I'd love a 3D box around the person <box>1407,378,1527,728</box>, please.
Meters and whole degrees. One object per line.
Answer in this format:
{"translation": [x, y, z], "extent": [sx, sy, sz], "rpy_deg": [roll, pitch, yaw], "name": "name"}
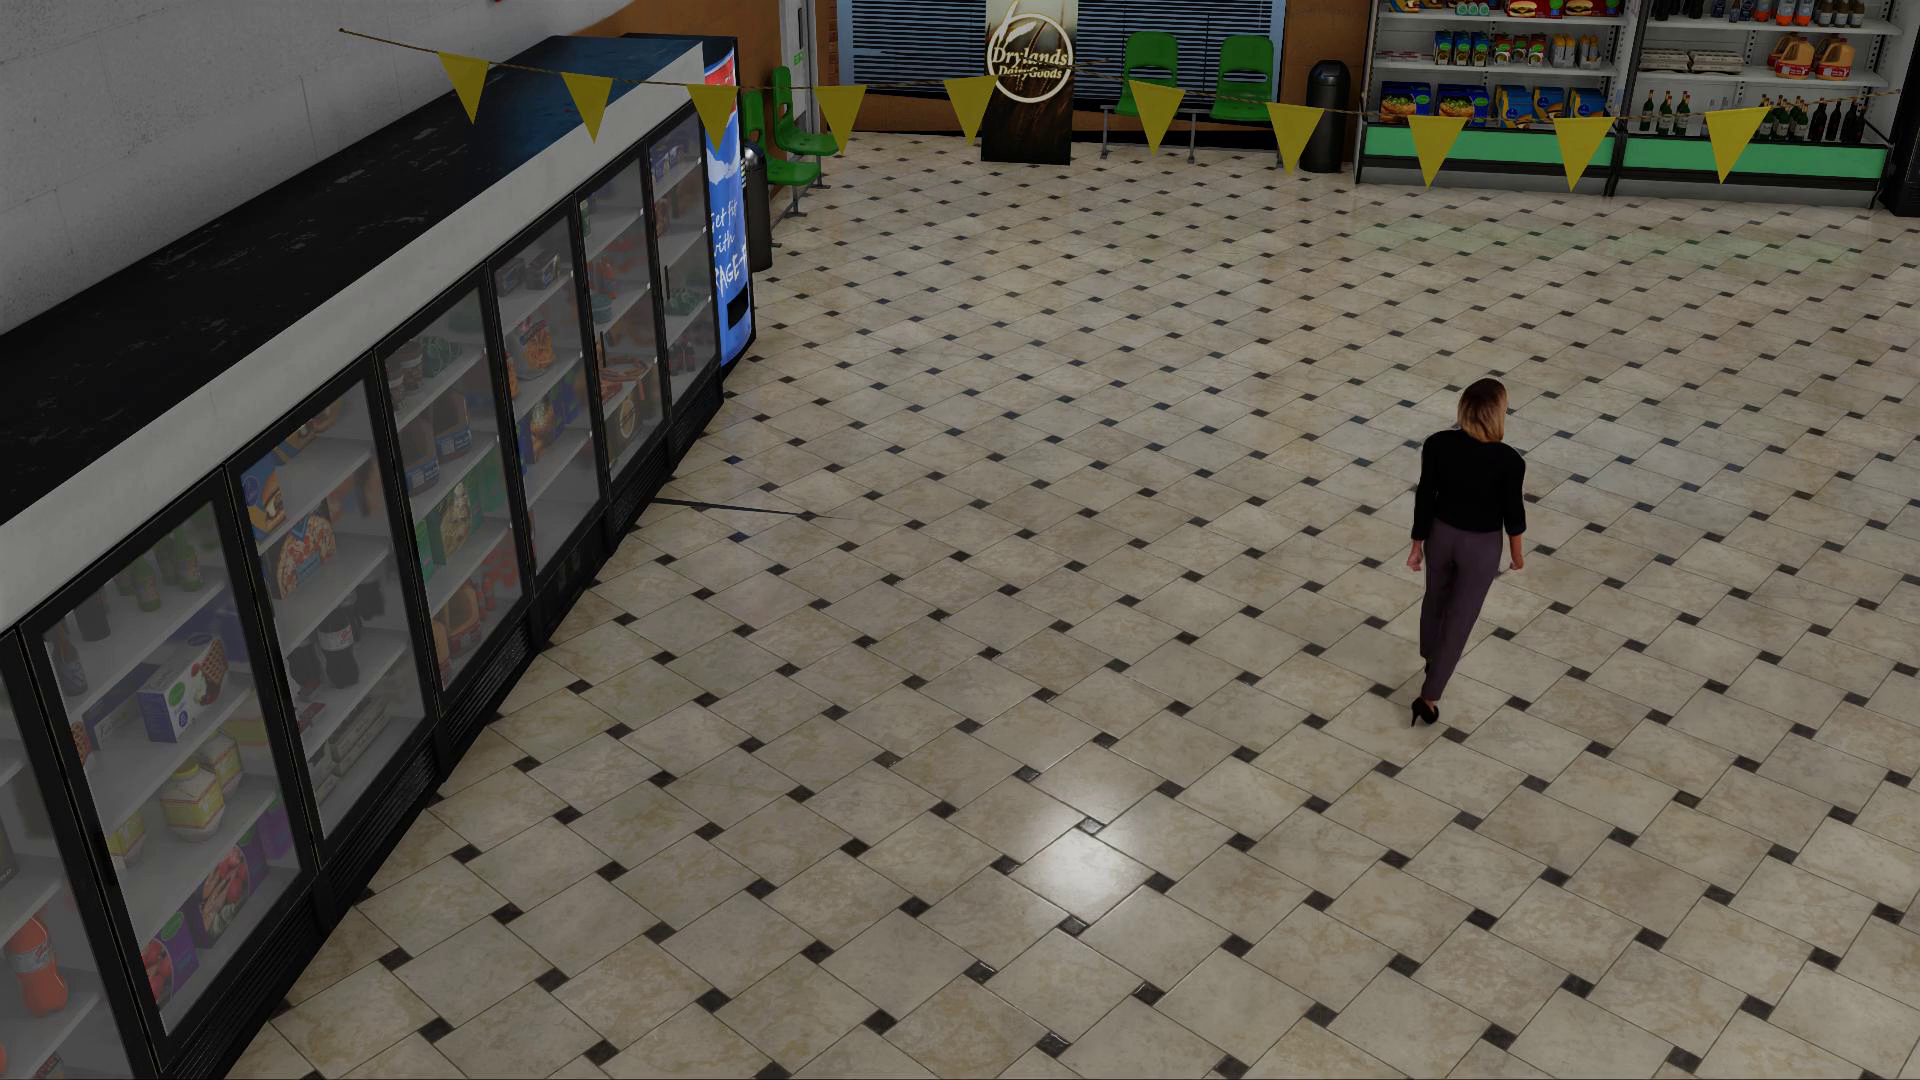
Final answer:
{"translation": [2.142, 0.107, 7.245], "extent": [0.796, 1.656, 0.837], "rpy_deg": [22, 36, 35], "name": "person"}
